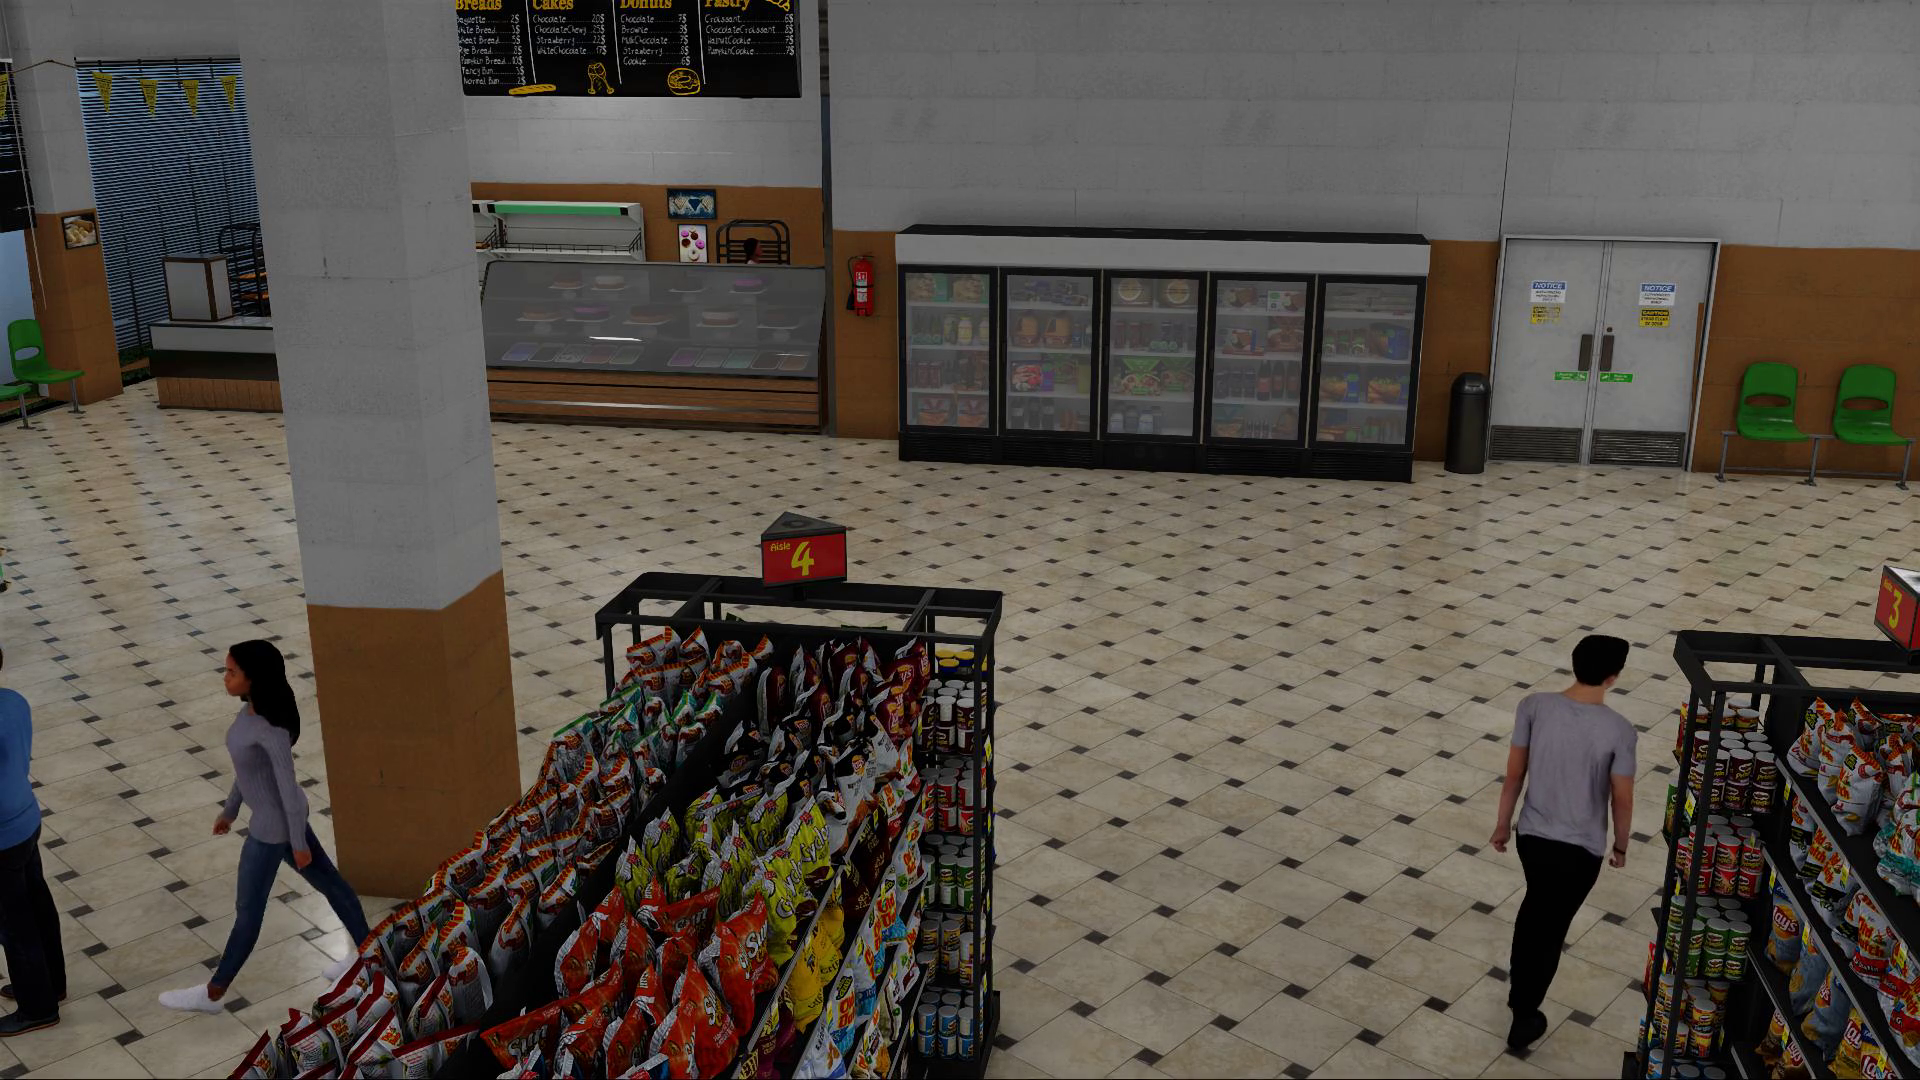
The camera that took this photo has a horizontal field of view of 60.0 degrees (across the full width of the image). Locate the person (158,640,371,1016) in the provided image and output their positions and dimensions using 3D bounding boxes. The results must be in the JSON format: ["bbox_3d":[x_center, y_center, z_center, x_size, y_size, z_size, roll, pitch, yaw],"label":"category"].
[{"bbox_3d":[-2.884,1.254,7.334,1.133,1.683,1.177,-8,18,-24],"label":"person"}]

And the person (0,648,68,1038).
[{"bbox_3d":[-4.111,1.237,7.150,0.789,1.822,0.651,-4,17,-12],"label":"person"}]

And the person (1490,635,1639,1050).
[{"bbox_3d":[2.460,1.296,6.929,0.850,1.838,0.897,14,22,39],"label":"person"}]
